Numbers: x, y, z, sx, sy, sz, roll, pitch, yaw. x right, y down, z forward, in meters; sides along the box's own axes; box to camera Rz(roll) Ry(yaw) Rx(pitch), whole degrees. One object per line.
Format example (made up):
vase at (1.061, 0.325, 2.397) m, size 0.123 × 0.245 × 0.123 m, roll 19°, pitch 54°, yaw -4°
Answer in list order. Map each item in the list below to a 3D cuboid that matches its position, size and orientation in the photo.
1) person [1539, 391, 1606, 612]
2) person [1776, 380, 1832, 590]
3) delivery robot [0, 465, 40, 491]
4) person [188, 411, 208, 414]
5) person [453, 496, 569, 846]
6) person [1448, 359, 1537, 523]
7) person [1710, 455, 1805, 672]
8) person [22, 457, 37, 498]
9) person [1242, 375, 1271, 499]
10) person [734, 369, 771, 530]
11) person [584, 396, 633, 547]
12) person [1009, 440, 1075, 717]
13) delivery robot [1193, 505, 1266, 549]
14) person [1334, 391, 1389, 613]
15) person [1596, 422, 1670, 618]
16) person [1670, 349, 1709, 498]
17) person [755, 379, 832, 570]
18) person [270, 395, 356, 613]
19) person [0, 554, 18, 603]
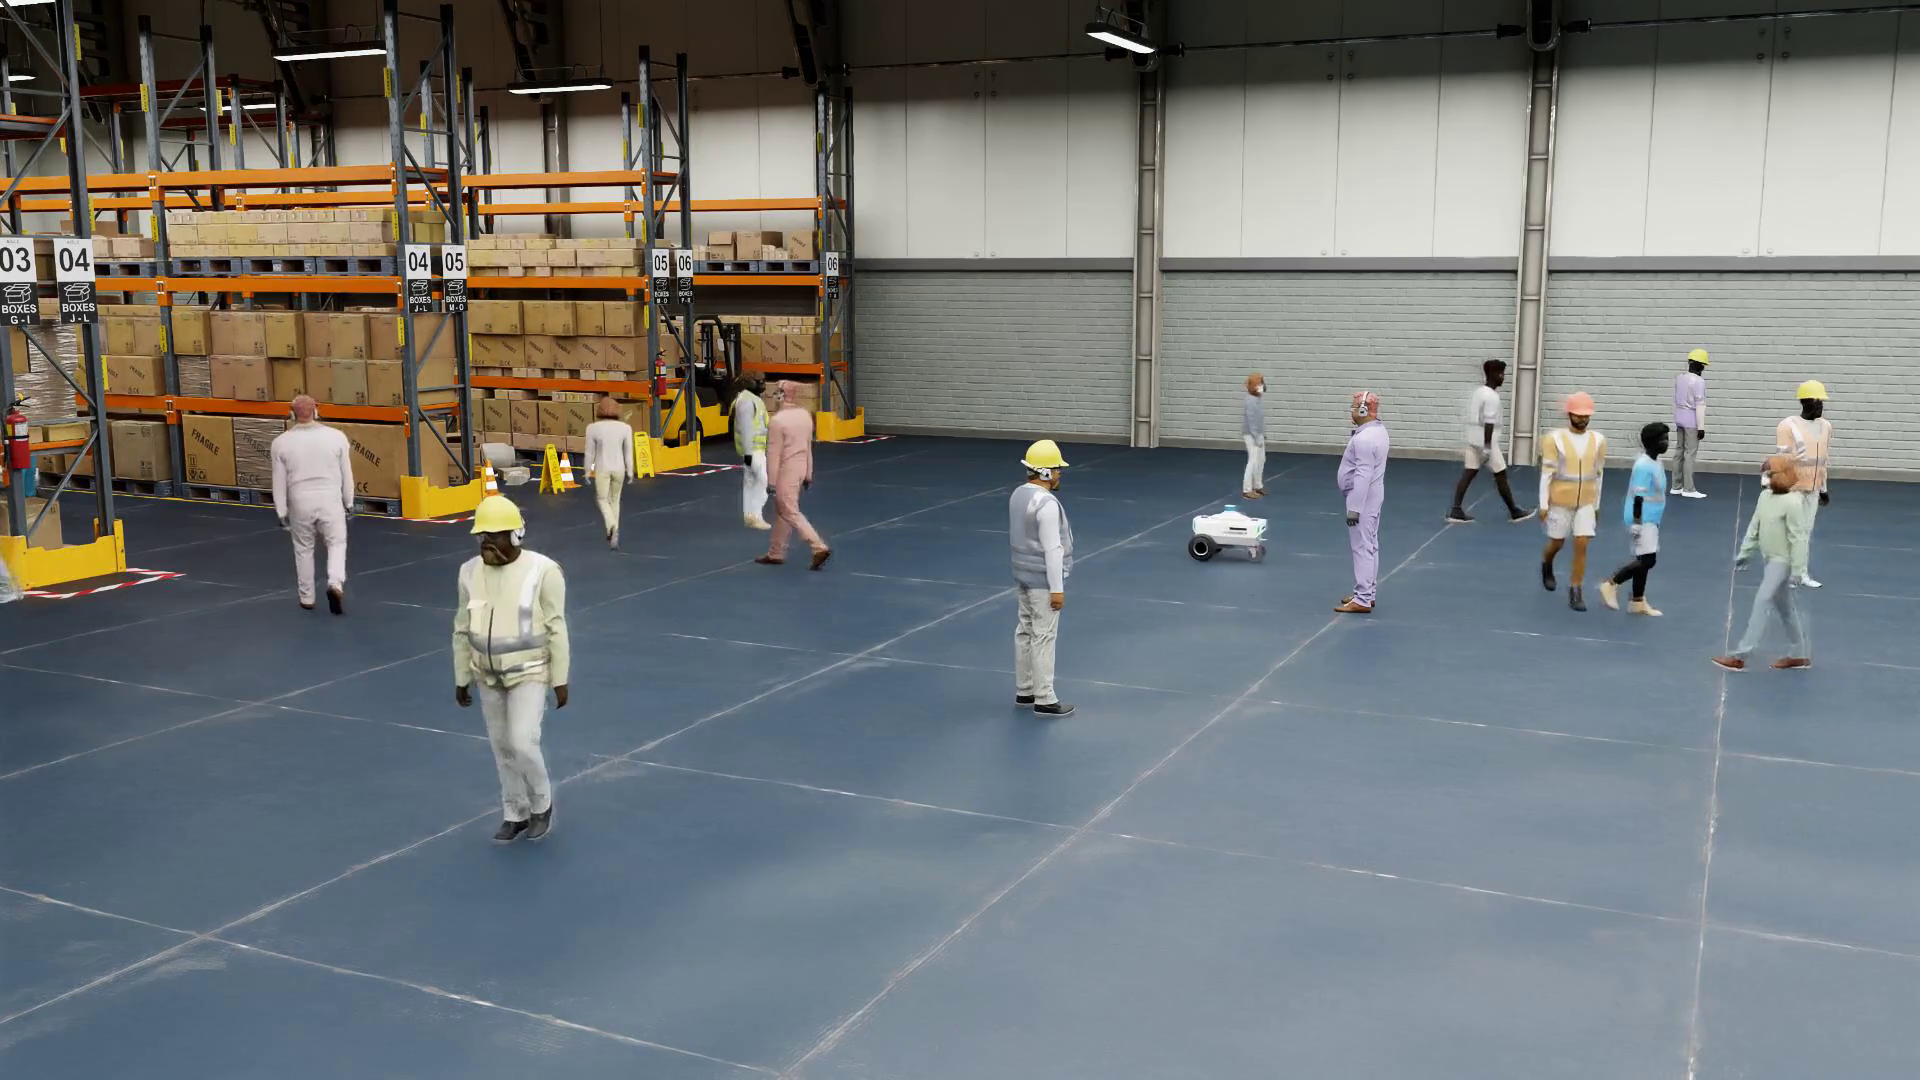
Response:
person at (5.345, -0.369, 14.613) m, size 0.553 × 1.911 × 0.819 m, roll 0°, pitch 9°, yaw 1°
person at (7.800, -0.507, 15.370) m, size 0.596 × 1.928 × 0.374 m, roll -3°, pitch 10°, yaw -21°
delivery robot at (-12.110, -0.826, 21.232) m, size 0.707 × 0.478 × 0.477 m, roll 5°, pitch 10°, yaw 27°
person at (-11.806, -2.282, 25.880) m, size 0.364 × 2.048 × 0.611 m, roll 6°, pitch 11°, yaw 33°
person at (-2.295, 0.674, 8.461) m, size 0.617 × 1.816 × 0.422 m, roll 3°, pitch 10°, yaw 17°
person at (6.173, -1.137, 19.261) m, size 0.997 × 1.911 × 0.608 m, roll -1°, pitch 9°, yaw -5°
person at (5.882, 0.181, 12.174) m, size 0.824 × 1.598 × 0.520 m, roll 0°, pitch 9°, yaw 3°
person at (-11.126, -1.178, 19.756) m, size 0.388 × 1.838 × 0.564 m, roll 0°, pitch 9°, yaw -1°
person at (3.818, -1.336, 21.434) m, size 0.319 × 1.597 × 0.552 m, roll 7°, pitch 11°, yaw 35°
person at (-2.279, -1.013, 18.759) m, size 0.515 × 1.829 × 0.653 m, roll 0°, pitch 9°, yaw 0°
person at (-3.722, -0.729, 17.700) m, size 0.507 × 1.605 × 0.714 m, roll -4°, pitch 10°, yaw -25°
person at (0.545, 0.251, 11.011) m, size 0.404 × 1.832 × 0.599 m, roll -4°, pitch 10°, yaw -22°
delivery robot at (2.736, -0.114, 16.870) m, size 0.707 × 0.478 × 0.477 m, roll 4°, pitch 10°, yaw 21°
person at (3.450, -0.326, 14.320) m, size 0.409 × 1.909 × 0.642 m, roll 4°, pitch 10°, yaw 23°
person at (5.726, -0.168, 14.036) m, size 0.428 × 1.687 × 0.543 m, roll 6°, pitch 11°, yaw 31°
person at (9.464, -1.508, 21.536) m, size 0.376 × 1.918 × 0.584 m, roll -1°, pitch 9°, yaw -9°
person at (-1.645, -0.643, 16.371) m, size 0.903 × 1.878 × 0.651 m, roll 4°, pitch 10°, yaw 25°
person at (-5.528, -0.303, 14.239) m, size 0.669 × 1.893 × 0.660 m, roll -3°, pitch 10°, yaw -20°
person at (-8.788, -0.248, 14.544) m, size 0.972 × 1.675 × 0.483 m, roll -1°, pitch 9°, yaw -3°
